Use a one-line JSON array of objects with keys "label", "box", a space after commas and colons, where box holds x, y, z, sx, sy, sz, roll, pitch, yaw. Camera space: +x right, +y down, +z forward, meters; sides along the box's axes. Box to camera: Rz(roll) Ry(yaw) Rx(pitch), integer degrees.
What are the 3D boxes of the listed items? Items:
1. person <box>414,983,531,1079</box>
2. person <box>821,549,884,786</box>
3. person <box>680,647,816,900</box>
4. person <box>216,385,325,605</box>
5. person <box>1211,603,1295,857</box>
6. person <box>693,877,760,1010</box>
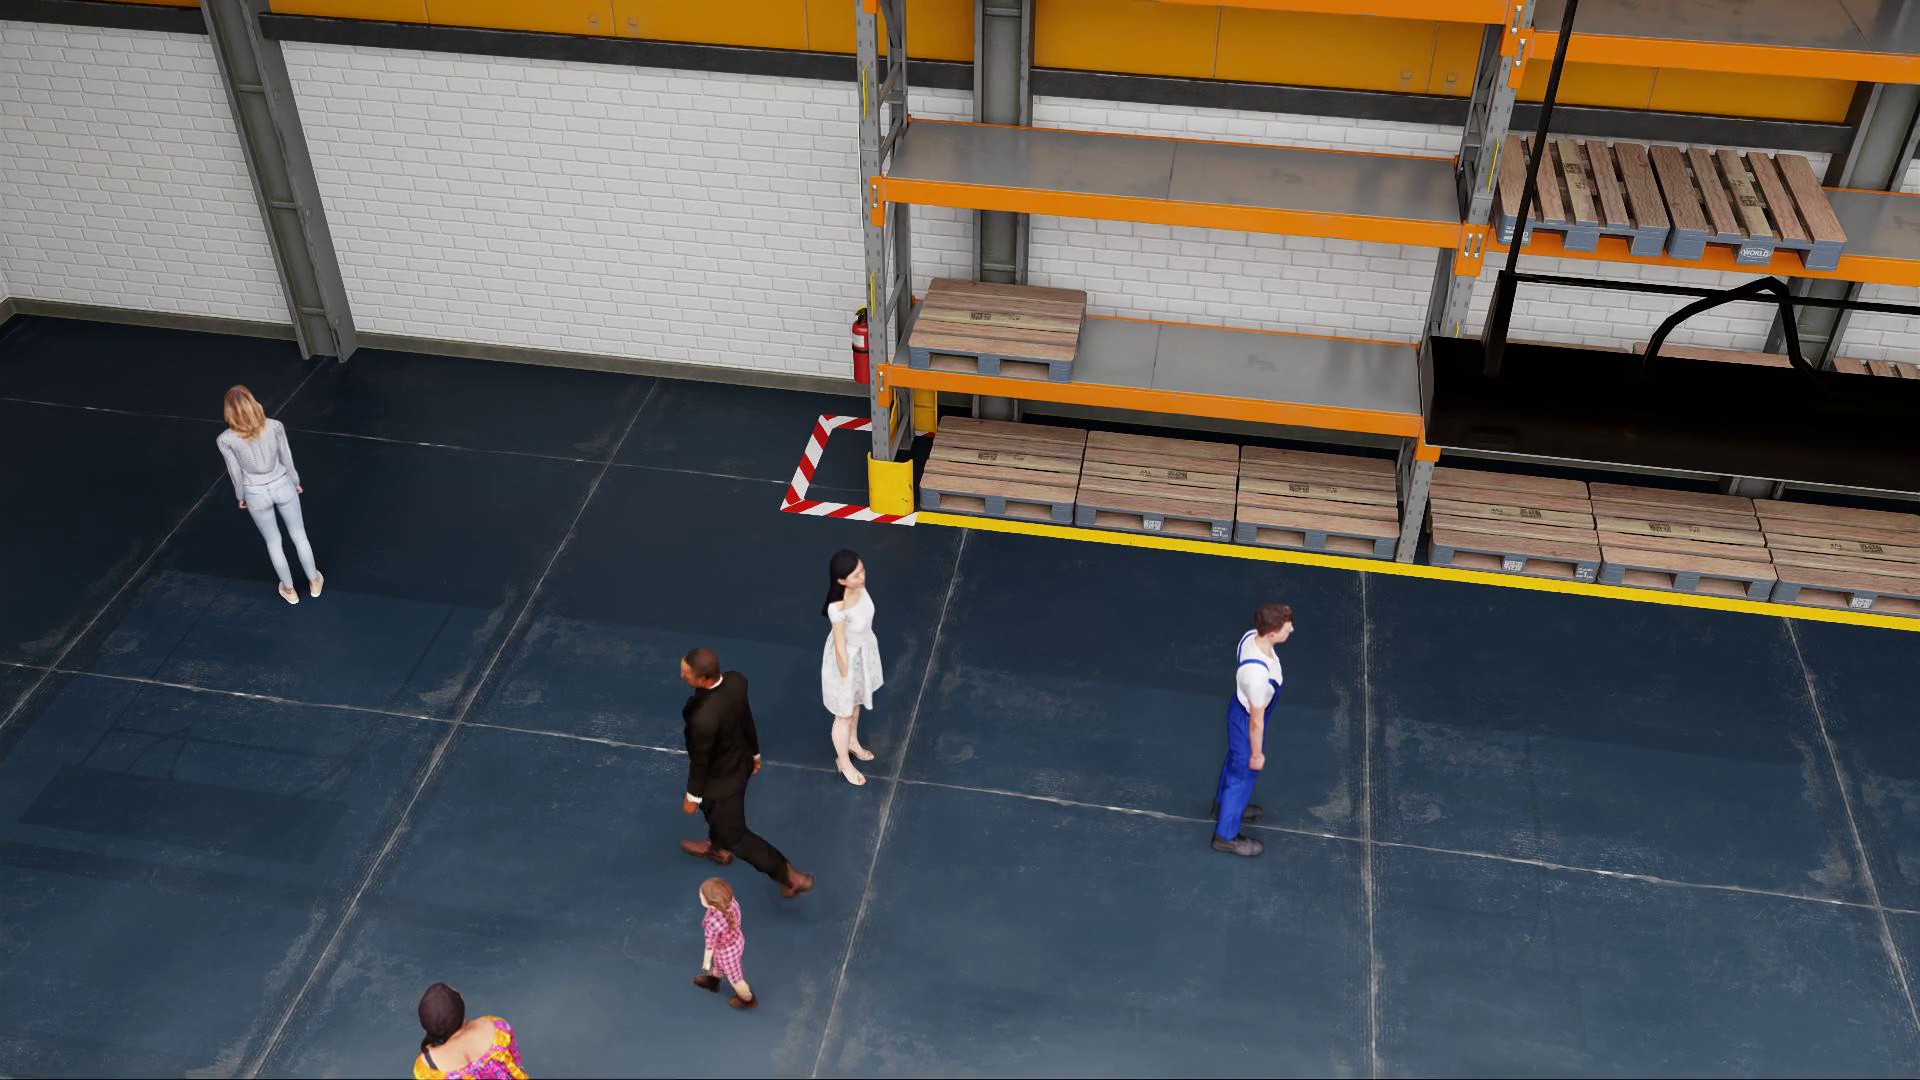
[{"label": "person", "box": [-2.314, 2.675, 7.976, 0.782, 1.689, 0.840, -24, 45, -27]}, {"label": "person", "box": [-0.676, 0.775, 10.288, 0.669, 1.774, 0.676, 11, 40, 14]}, {"label": "person", "box": [-1.276, 1.370, 9.465, 1.189, 1.871, 0.726, 12, 40, 14]}, {"label": "person", "box": [-4.828, -0.319, 11.640, 0.642, 1.796, 0.720, -20, 43, -23]}, {"label": "person", "box": [1.703, 1.092, 9.831, 0.545, 1.848, 0.613, 5, 39, 6]}, {"label": "person", "box": [-1.257, 2.226, 9.084, 0.676, 1.009, 0.501, 14, 41, 17]}]
